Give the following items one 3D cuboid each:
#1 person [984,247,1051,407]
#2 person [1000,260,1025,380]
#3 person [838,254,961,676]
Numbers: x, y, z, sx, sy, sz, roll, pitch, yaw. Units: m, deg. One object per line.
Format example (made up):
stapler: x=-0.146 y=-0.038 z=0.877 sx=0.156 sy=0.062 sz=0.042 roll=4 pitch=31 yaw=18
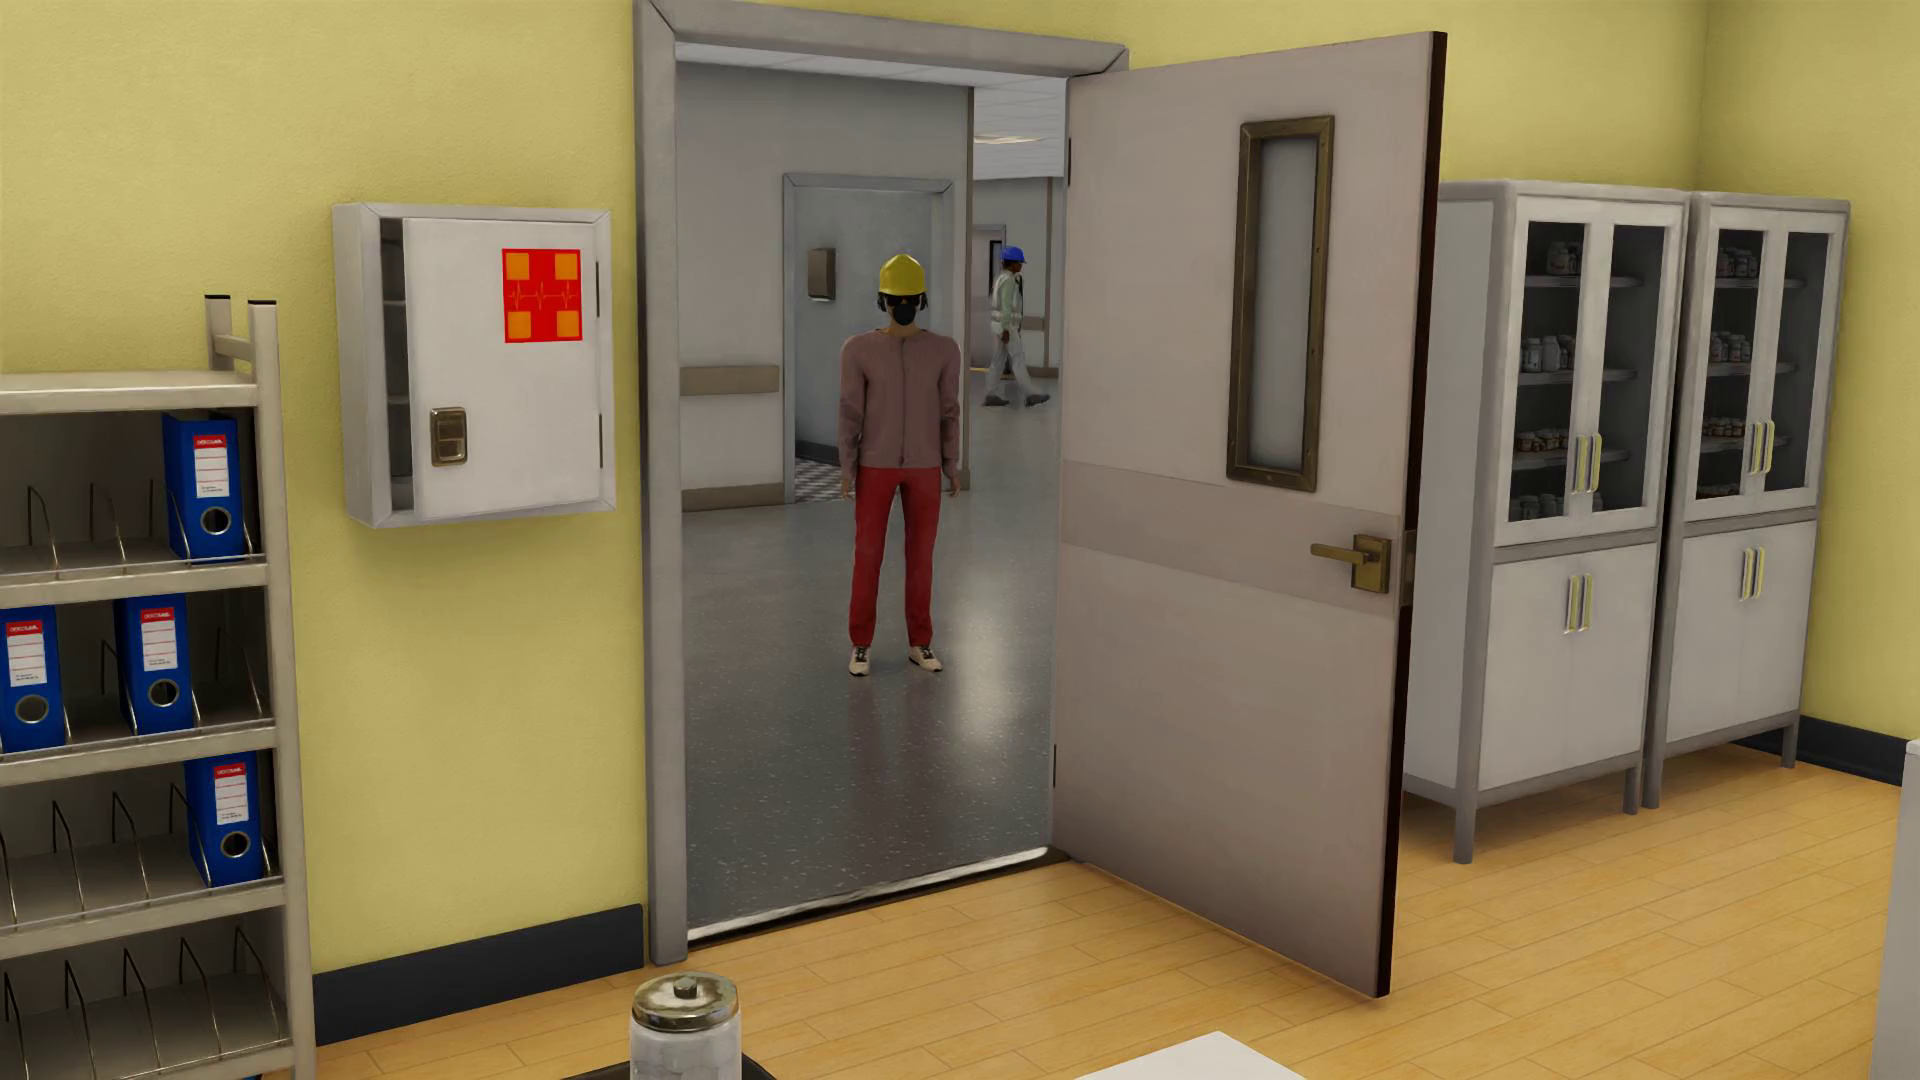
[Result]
person: x=0.684 y=-2.562 z=20.086 sx=0.808 sy=1.913 sz=0.640 roll=0 pitch=10 yaw=-7
person: x=0.733 y=-3.288 z=24.688 sx=0.378 sy=1.846 sz=0.520 roll=7 pitch=11 yaw=31
person: x=-0.247 y=-0.304 z=6.978 sx=0.530 sy=1.767 sz=0.328 roll=-2 pitch=10 yaw=-14
